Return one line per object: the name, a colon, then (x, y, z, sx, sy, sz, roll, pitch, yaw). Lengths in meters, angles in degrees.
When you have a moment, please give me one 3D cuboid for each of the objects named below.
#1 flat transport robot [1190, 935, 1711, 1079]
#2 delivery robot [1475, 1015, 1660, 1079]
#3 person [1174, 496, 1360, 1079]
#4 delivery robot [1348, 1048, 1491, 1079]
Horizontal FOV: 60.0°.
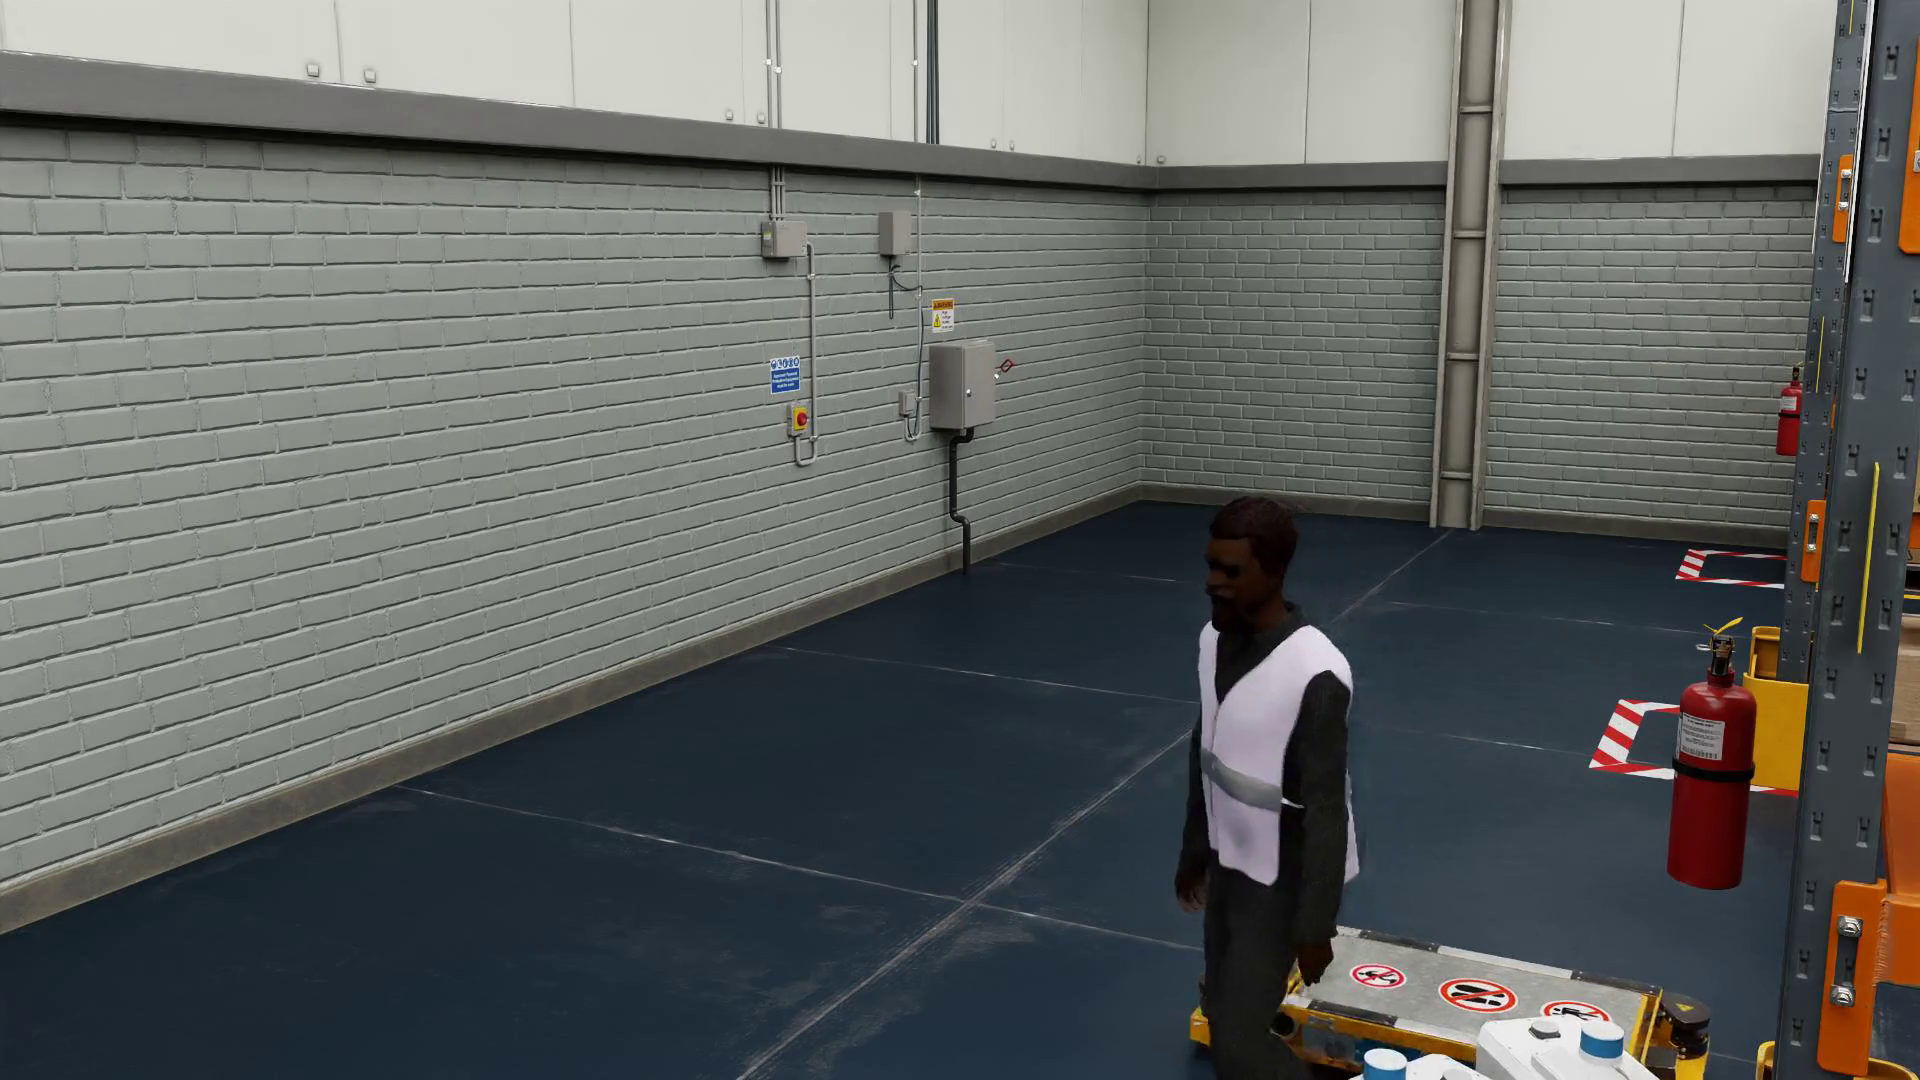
flat transport robot: (1.491, 1.466, 5.082, 1.431, 0.197, 0.652, 5, 12, 27)
delivery robot: (1.591, 1.446, 4.157, 0.477, 0.478, 0.707, -2, 11, -10)
person: (0.758, 0.829, 4.136, 0.431, 1.905, 0.607, -3, 11, -14)
delivery robot: (1.015, 1.473, 4.012, 0.707, 0.478, 0.477, -7, 12, -32)
